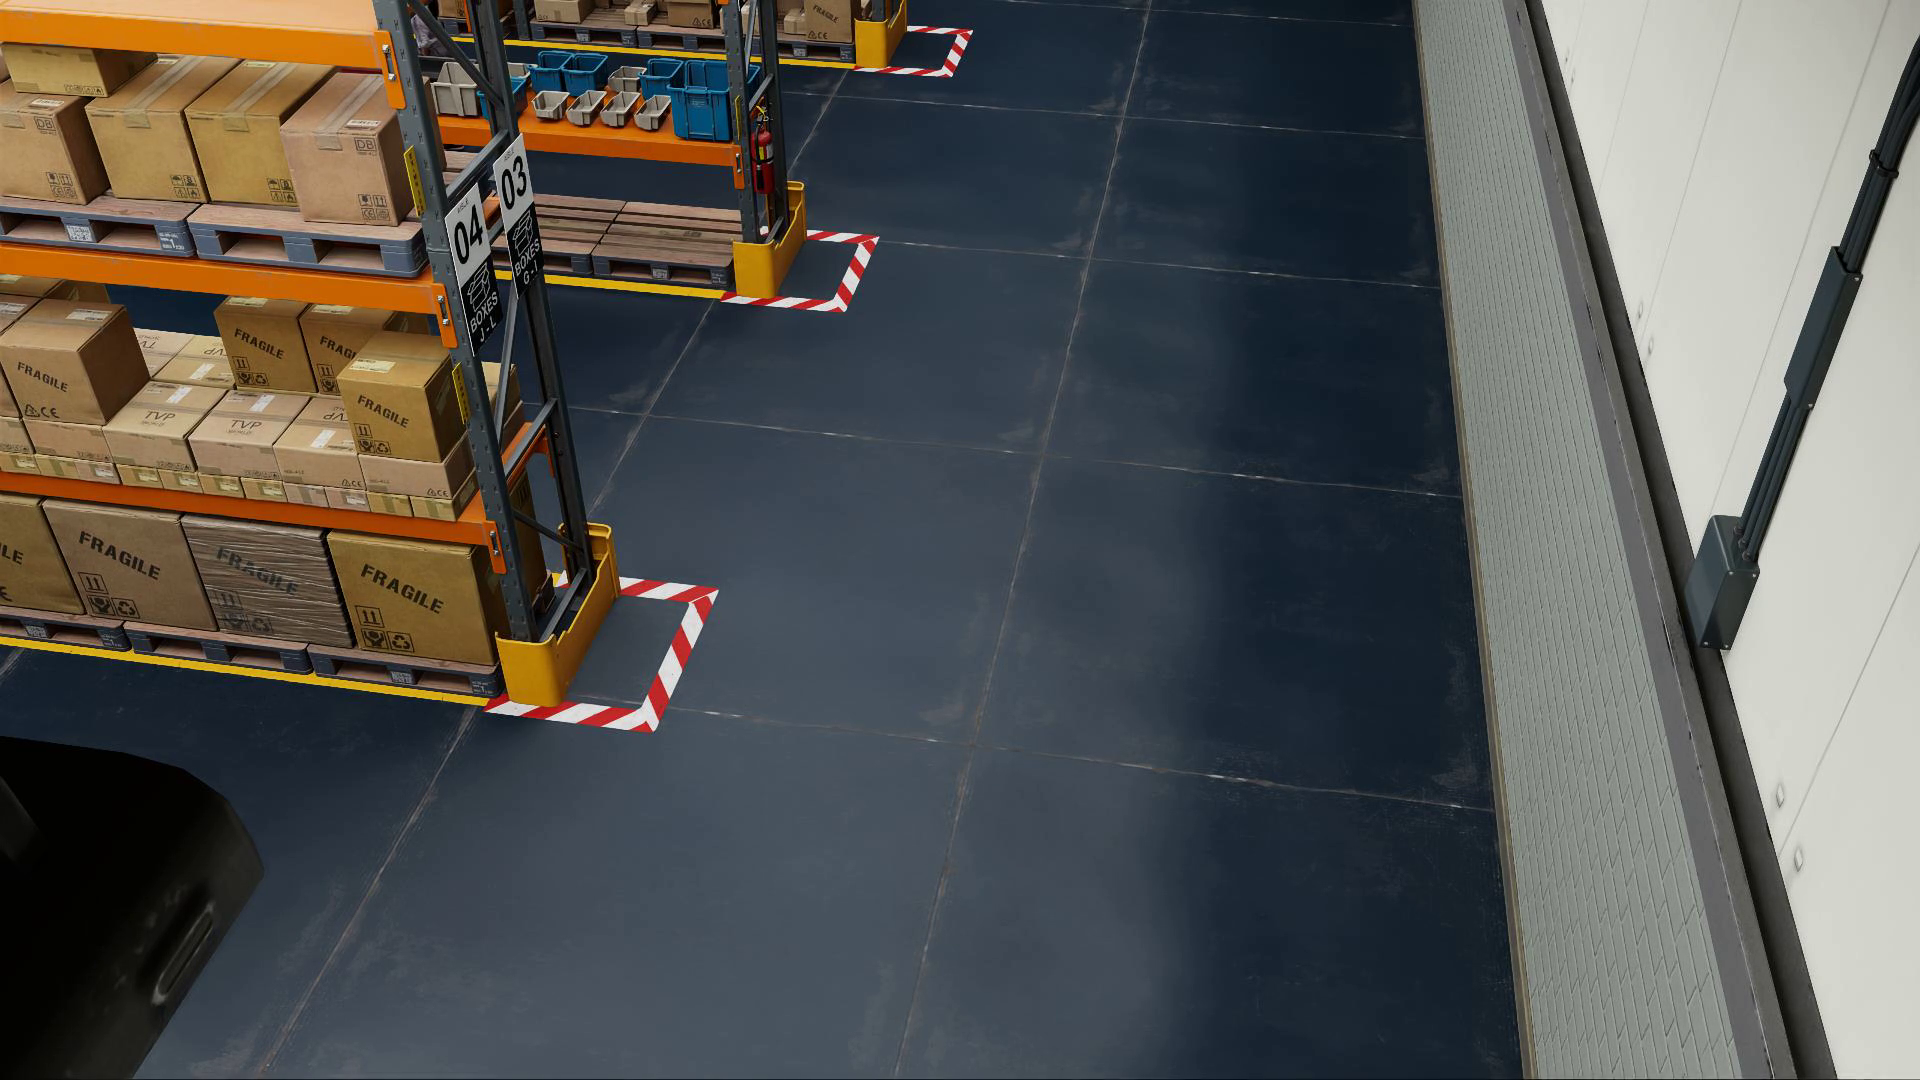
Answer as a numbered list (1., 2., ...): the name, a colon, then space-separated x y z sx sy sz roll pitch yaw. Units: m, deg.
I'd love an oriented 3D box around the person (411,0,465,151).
1. person: -4.926 -4.524 15.650 0.541 1.733 0.615 4 38 5
